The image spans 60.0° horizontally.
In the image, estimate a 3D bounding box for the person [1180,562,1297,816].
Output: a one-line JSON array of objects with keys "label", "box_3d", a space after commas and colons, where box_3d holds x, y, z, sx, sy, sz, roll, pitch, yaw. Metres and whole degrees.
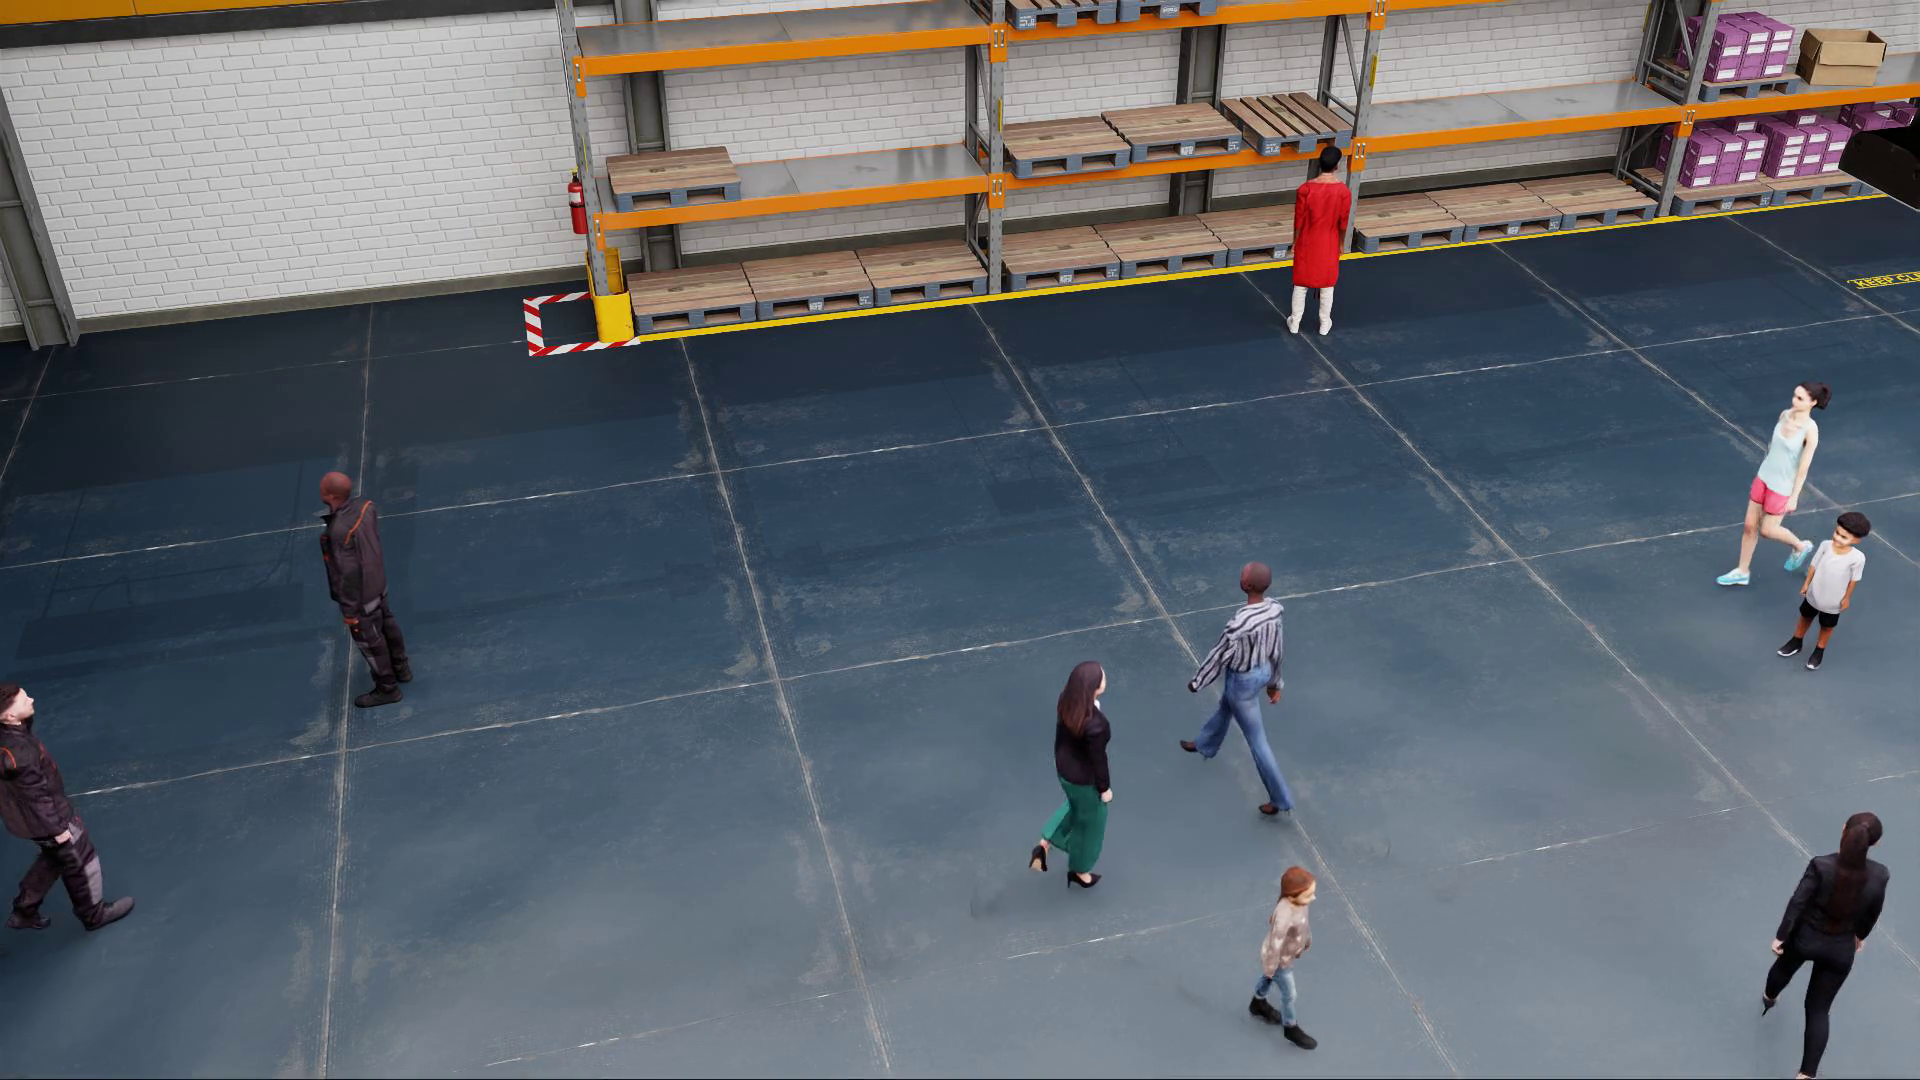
[{"label": "person", "box_3d": [1.875, 0.990, 10.467, 1.128, 1.736, 1.223, 27, 42, 35]}]

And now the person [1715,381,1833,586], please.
[{"label": "person", "box_3d": [6.243, -0.408, 12.560, 0.943, 1.748, 0.606, -6, 34, -9]}]

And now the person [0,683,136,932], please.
[{"label": "person", "box_3d": [-5.318, 1.579, 9.485, 0.956, 1.843, 1.047, 27, 42, 35]}]

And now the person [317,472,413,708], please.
[{"label": "person", "box_3d": [-4.088, 0.318, 11.398, 0.707, 1.825, 0.770, 1, 34, 2]}]

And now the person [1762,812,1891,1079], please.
[{"label": "person", "box_3d": [4.513, 2.204, 8.703, 1.123, 1.667, 1.062, 7, 34, 11]}]

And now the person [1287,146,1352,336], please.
[{"label": "person", "box_3d": [3.498, -2.910, 16.204, 0.697, 1.881, 0.833, 6, 34, 9]}]

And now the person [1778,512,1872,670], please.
[{"label": "person", "box_3d": [6.214, 0.337, 11.882, 0.592, 1.257, 0.563, -27, 42, -35]}]

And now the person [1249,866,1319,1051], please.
[{"label": "person", "box_3d": [1.718, 2.226, 9.110, 0.765, 1.180, 0.705, 18, 38, 25]}]

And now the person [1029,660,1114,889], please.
[{"label": "person", "box_3d": [0.645, 1.441, 9.798, 0.812, 1.726, 0.672, -14, 36, -20]}]
